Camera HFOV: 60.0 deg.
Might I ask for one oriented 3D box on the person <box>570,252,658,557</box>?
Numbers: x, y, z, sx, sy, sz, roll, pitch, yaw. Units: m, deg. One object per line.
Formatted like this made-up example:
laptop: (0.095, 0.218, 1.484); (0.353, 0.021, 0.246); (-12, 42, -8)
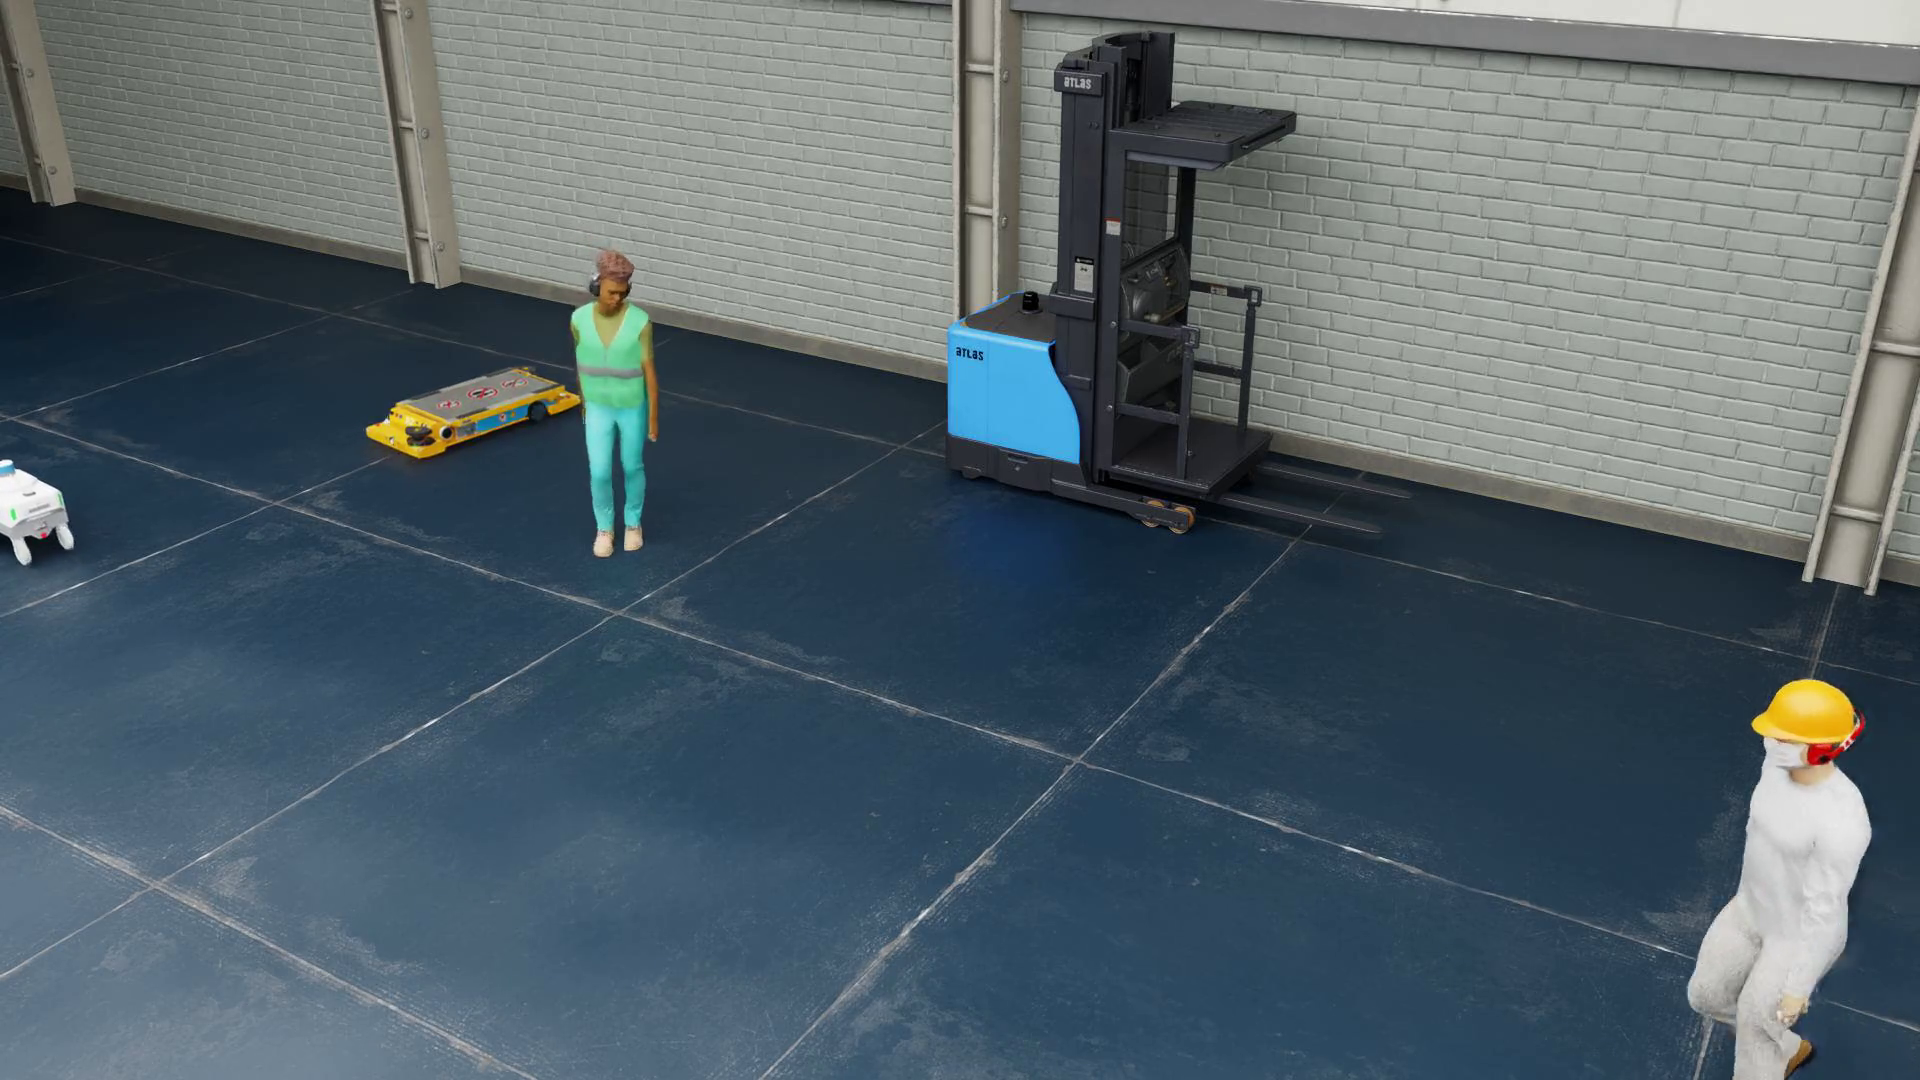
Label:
person: (-2.052, -0.817, 10.024); (0.499, 1.946, 0.560); (-2, 25, -4)

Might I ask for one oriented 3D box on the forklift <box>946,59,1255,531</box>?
forklift: (0.933, -1.707, 10.833); (1.873, 2.768, 1.129); (15, 29, 28)

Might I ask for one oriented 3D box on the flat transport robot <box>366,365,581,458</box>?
flat transport robot: (-3.577, -0.959, 12.286); (0.659, 0.231, 1.431); (20, 32, 35)

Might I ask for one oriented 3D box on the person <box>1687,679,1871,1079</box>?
person: (2.791, 1.302, 5.625); (0.503, 1.876, 0.602); (-3, 25, -6)

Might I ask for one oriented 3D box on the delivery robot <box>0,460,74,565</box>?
delivery robot: (-5.899, -0.206, 10.368); (0.801, 0.602, 0.499); (18, 31, 33)
